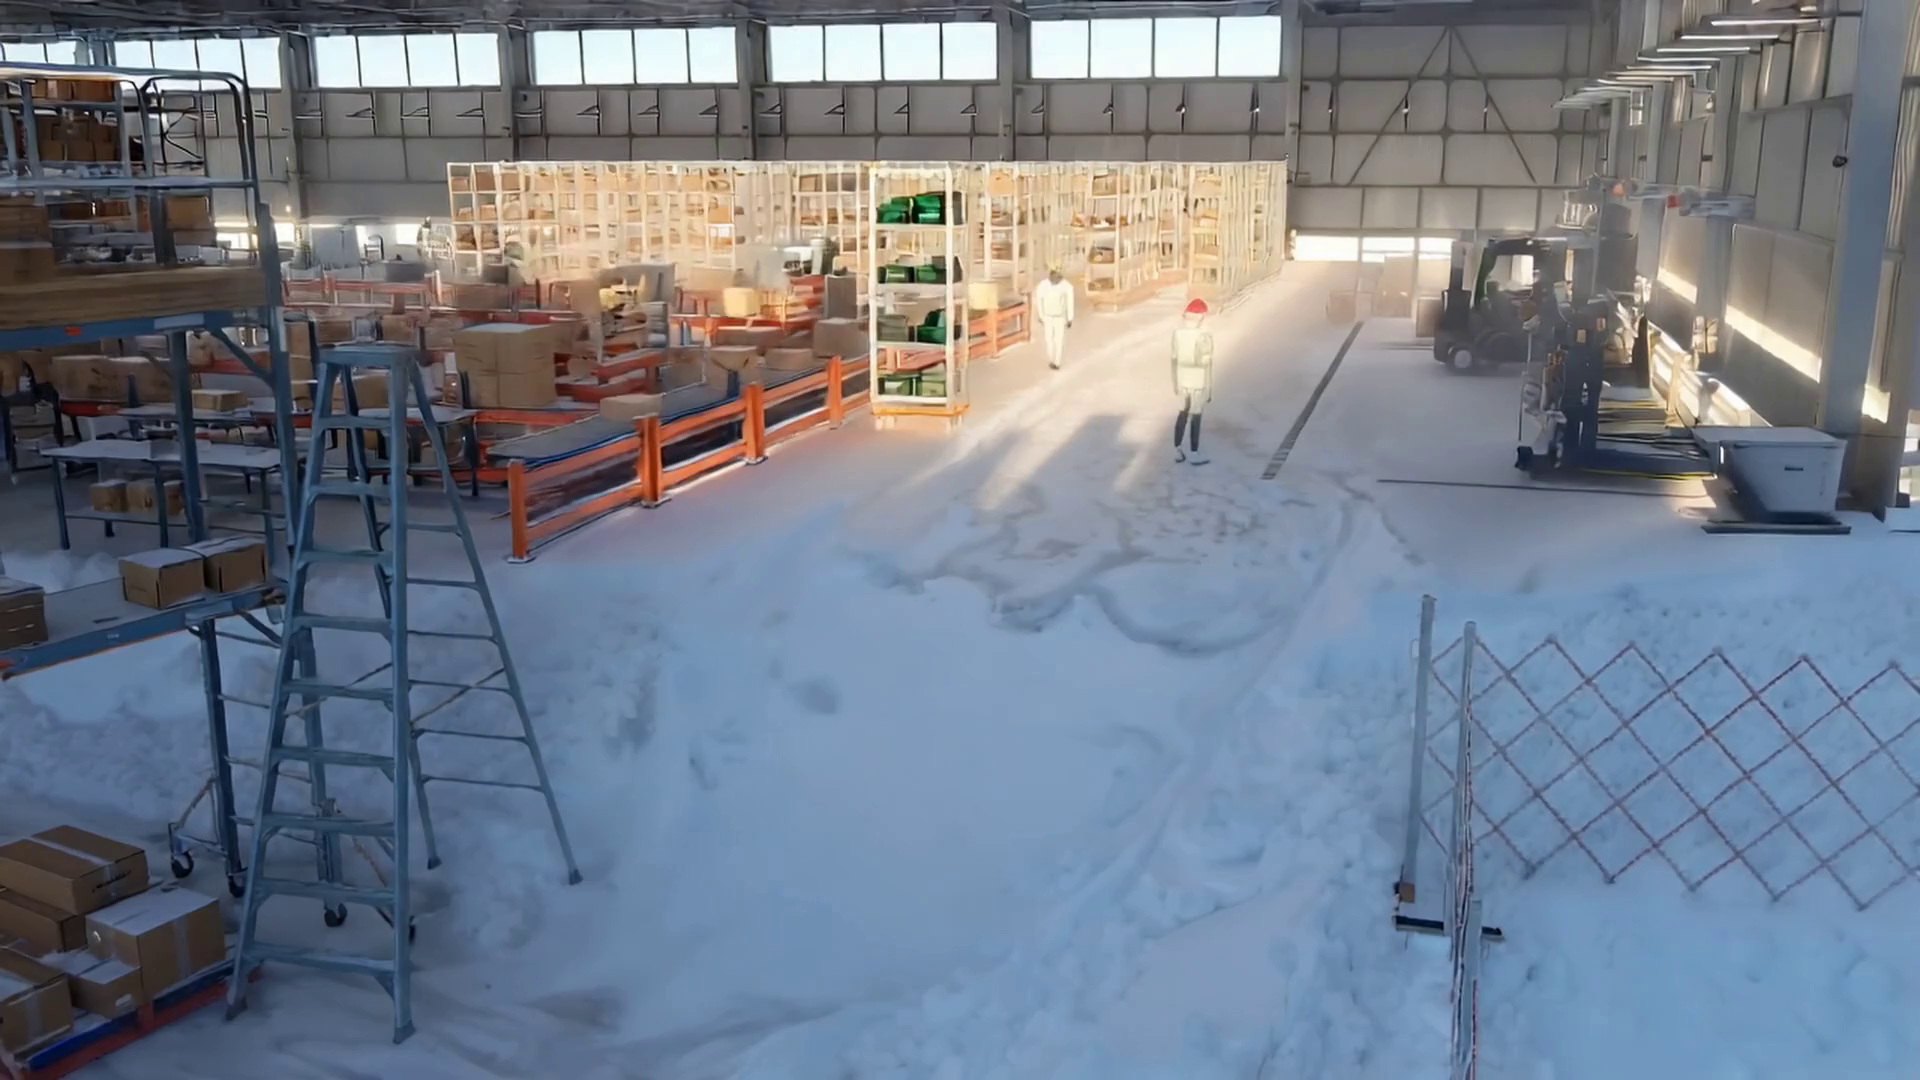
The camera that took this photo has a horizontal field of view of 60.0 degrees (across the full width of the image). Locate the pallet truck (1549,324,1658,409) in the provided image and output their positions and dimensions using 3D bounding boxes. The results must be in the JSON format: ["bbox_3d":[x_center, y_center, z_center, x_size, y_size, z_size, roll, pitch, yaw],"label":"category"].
[{"bbox_3d":[9.824,-2.669,25.407,1.601,1.201,0.680,4,14,16],"label":"pallet truck"}]

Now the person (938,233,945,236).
[{"bbox_3d":[-0.535,-8.692,50.108,0.389,1.847,0.573,1,13,6],"label":"person"}]

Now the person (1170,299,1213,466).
[{"bbox_3d":[2.875,-1.943,20.495,0.391,2.040,0.615,-12,18,-41],"label":"person"}]

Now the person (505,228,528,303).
[{"bbox_3d":[-11.387,-7.044,42.801,0.838,1.924,0.614,9,16,35],"label":"person"}]

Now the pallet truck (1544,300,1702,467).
[{"bbox_3d":[8.263,-1.952,20.631,1.885,1.965,0.823,5,14,20],"label":"pallet truck"}]

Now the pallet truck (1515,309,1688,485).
[{"bbox_3d":[7.554,-1.677,19.446,1.885,1.965,0.823,3,13,14],"label":"pallet truck"}]

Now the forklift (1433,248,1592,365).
[{"bbox_3d":[9.780,-4.111,29.280,2.680,1.987,1.157,3,13,14],"label":"forklift"}]

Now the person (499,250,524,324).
[{"bbox_3d":[-9.752,-5.445,36.276,0.580,1.747,0.525,1,13,4],"label":"person"}]

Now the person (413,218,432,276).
[{"bbox_3d":[-16.935,-9.248,52.506,0.403,1.832,0.593,9,16,34],"label":"person"}]

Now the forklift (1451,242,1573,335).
[{"bbox_3d":[10.464,-4.597,31.405,2.680,1.987,1.157,4,14,16],"label":"forklift"}]

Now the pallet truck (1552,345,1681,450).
[{"bbox_3d":[8.641,-1.896,21.908,1.630,1.274,0.653,4,14,16],"label":"pallet truck"}]

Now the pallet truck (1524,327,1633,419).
[{"bbox_3d":[9.065,-2.460,24.370,1.522,1.261,0.704,3,13,14],"label":"pallet truck"}]

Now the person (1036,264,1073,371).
[{"bbox_3d":[1.700,-4.004,29.775,0.641,1.872,0.886,4,14,16],"label":"person"}]
